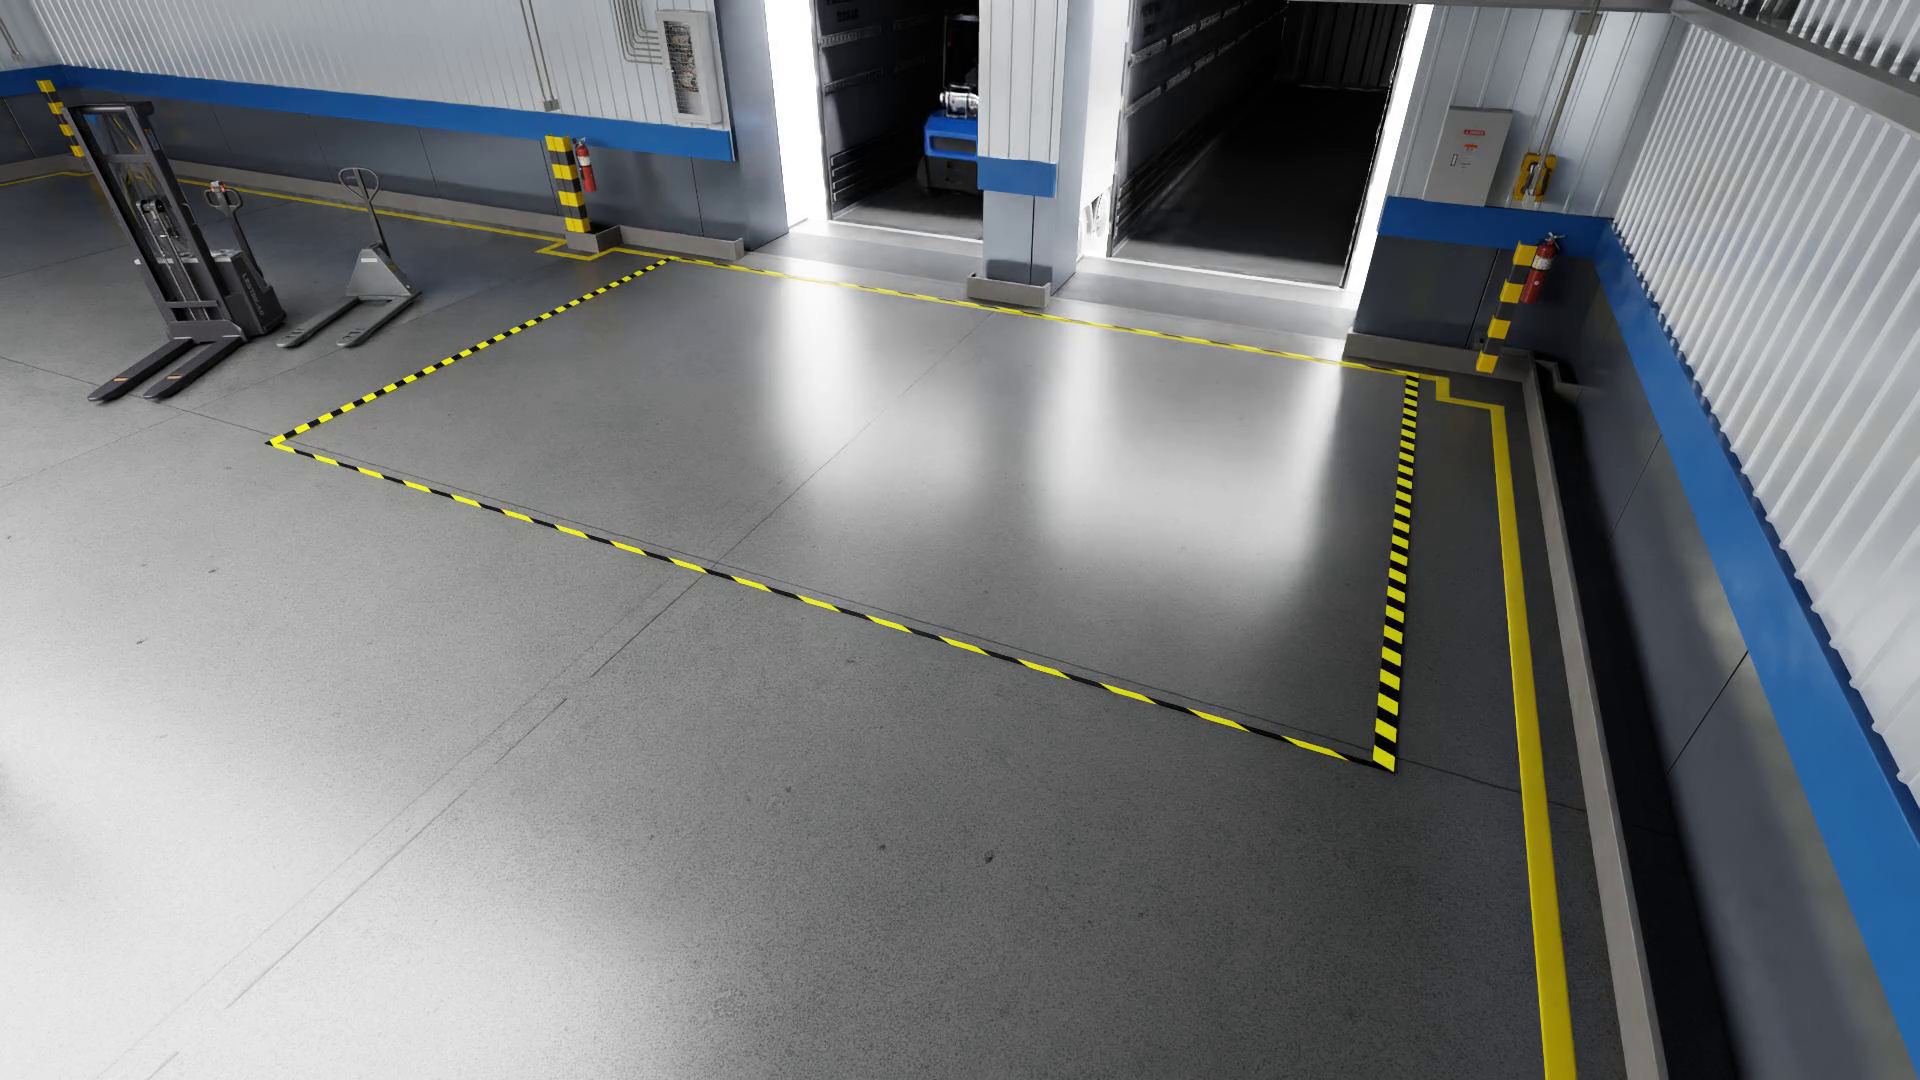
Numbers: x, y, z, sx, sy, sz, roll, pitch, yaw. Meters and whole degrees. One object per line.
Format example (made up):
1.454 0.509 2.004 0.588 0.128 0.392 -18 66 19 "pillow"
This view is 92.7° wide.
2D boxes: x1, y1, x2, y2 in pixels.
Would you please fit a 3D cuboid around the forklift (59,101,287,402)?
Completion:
-6.686 -2.387 7.434 0.823 1.965 1.885 -3 35 -5 "forklift"

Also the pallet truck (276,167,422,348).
-5.732 -2.611 8.414 0.680 1.201 1.601 -1 35 -1 "pallet truck"

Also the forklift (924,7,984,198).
0.513 -5.902 12.144 1.157 2.036 2.680 16 38 21 "forklift"
